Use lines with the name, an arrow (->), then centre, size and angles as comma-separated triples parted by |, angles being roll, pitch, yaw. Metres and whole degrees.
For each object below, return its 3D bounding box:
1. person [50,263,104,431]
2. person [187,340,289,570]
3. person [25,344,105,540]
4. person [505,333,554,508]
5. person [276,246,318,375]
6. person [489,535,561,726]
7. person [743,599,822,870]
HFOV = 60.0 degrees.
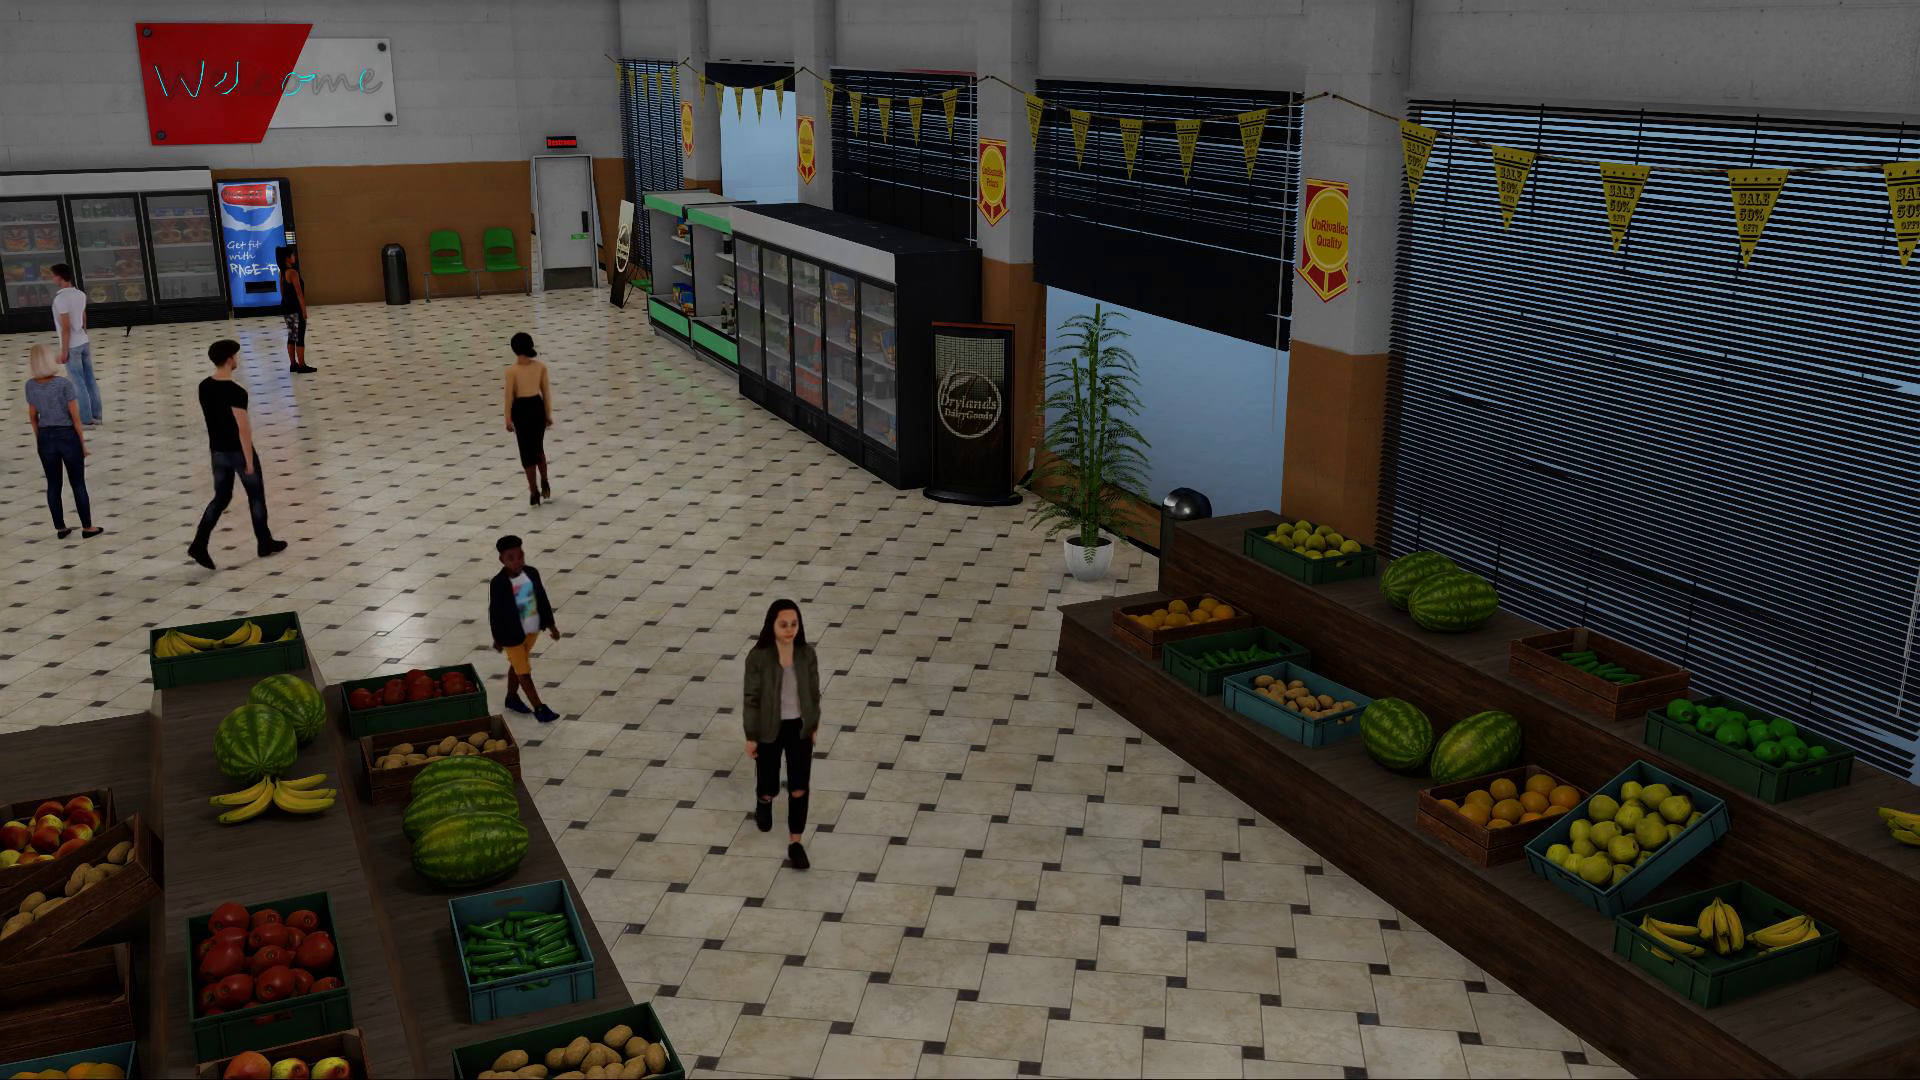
person -> -9.891, -2.167, 18.606 | 0.780, 1.857, 0.631 | 0, 17, -1
person -> -6.073, -0.685, 13.704 | 1.155, 1.871, 1.224 | 6, 18, 19
person -> -7.876, -0.860, 14.538 | 0.640, 1.719, 0.631 | -1, 17, -2
person -> -3.960, -1.097, 15.443 | 0.663, 1.648, 0.689 | -13, 21, -37
person -> -8.728, -3.023, 21.764 | 0.589, 1.661, 0.711 | 13, 21, 36
person -> -2.877, 0.557, 10.687 | 0.899, 1.245, 0.764 | 11, 20, 32
person -> -0.963, 1.001, 8.850 | 0.627, 1.464, 0.801 | -6, 18, -19
